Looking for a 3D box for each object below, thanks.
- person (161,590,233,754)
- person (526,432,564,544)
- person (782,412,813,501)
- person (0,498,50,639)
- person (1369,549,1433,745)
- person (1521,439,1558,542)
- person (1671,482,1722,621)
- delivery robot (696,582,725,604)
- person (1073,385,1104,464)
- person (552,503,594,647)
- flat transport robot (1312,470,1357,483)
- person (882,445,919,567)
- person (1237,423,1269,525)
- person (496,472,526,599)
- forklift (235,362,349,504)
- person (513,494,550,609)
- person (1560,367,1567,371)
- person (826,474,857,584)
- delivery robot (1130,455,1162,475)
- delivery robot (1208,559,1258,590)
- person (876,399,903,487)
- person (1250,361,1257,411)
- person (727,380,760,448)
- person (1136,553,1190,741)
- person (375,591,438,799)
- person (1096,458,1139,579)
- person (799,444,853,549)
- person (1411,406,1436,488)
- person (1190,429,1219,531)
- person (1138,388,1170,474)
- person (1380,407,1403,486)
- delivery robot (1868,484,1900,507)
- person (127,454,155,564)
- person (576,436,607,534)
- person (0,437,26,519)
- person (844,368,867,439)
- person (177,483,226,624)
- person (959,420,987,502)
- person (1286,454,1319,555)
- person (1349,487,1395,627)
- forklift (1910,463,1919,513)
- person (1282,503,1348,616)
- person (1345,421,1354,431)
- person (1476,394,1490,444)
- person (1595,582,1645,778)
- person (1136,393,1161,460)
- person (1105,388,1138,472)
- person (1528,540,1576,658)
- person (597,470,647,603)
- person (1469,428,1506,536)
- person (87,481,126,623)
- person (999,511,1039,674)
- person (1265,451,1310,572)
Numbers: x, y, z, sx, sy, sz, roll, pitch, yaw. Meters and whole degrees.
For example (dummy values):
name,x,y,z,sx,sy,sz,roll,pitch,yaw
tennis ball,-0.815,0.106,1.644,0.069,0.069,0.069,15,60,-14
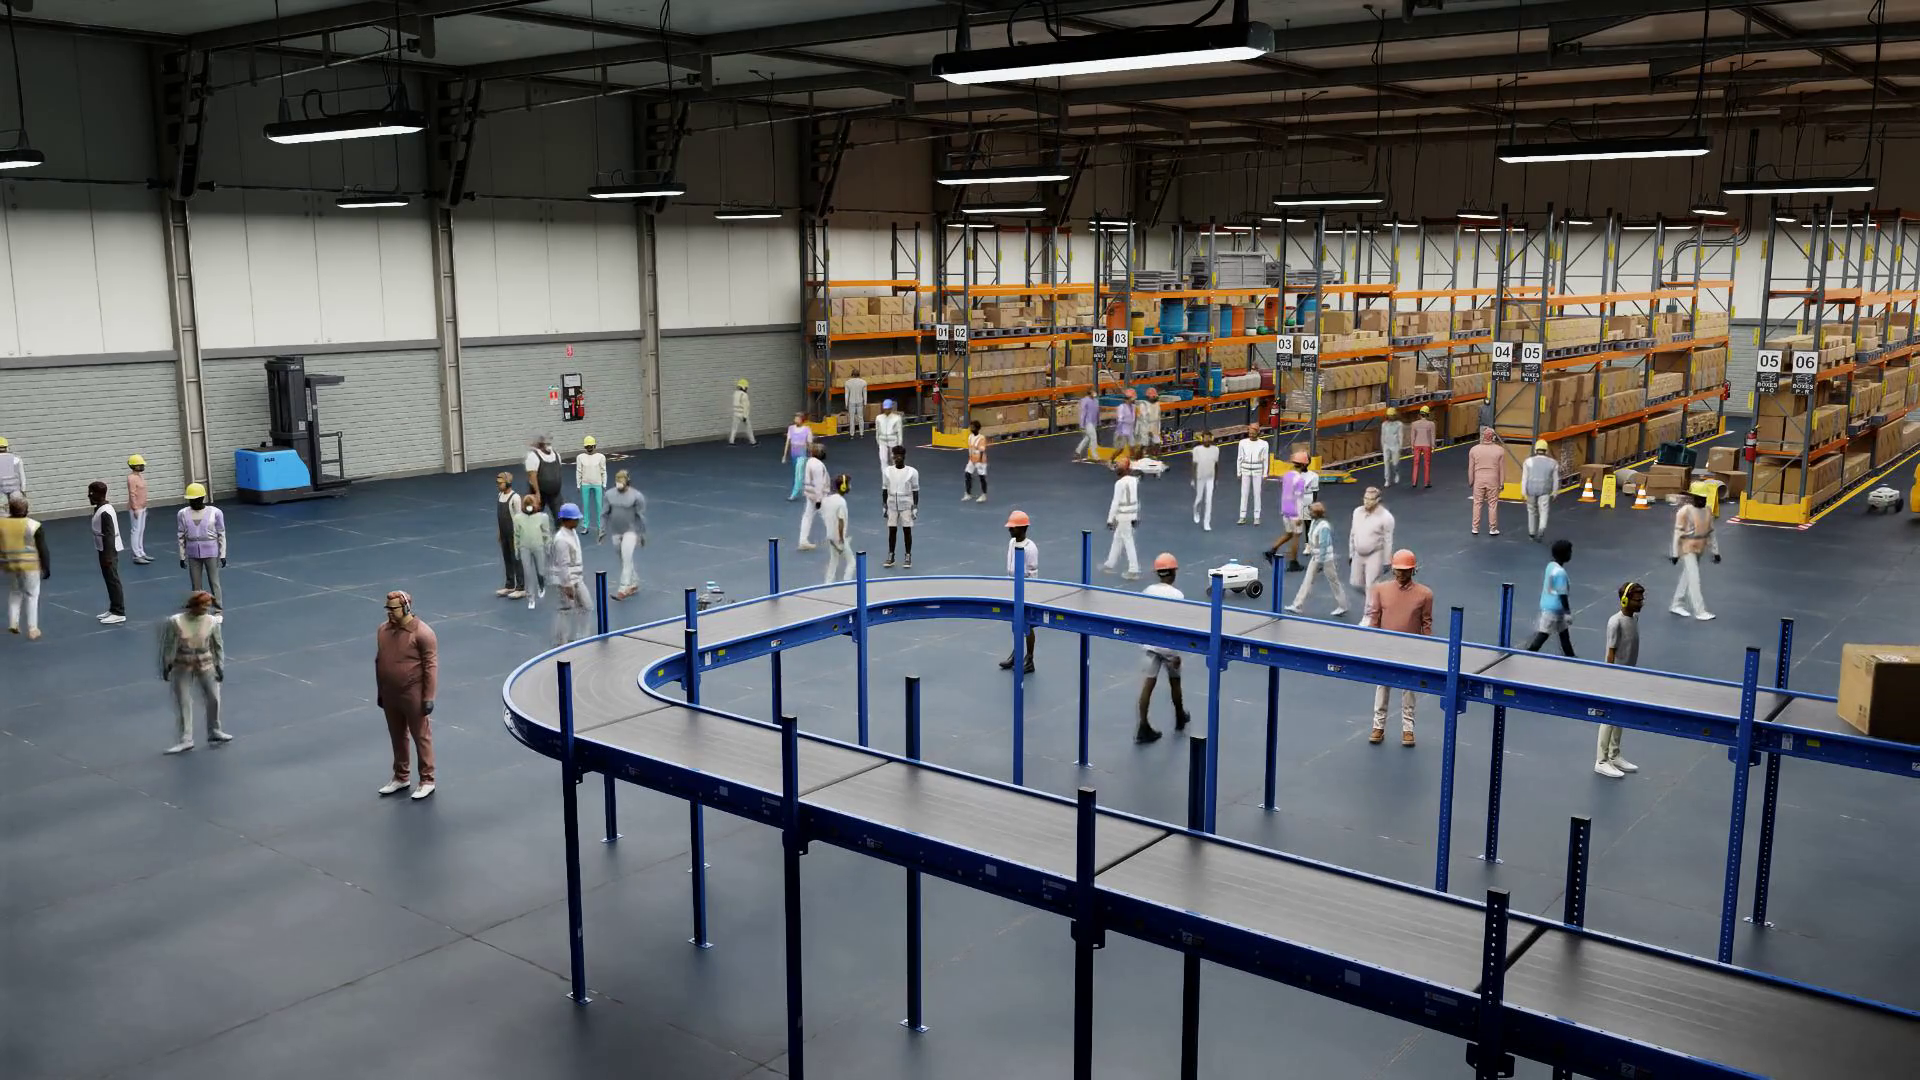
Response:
name,x,y,z,sx,sy,sz,roll,pitch,yaw
person,-7.655,1.305,15.605,0.609,1.610,0.325,-7,12,-34
person,-7.048,-0.868,26.726,0.686,2.000,1.037,-9,13,-41
person,-3.309,-1.730,32.150,0.580,1.803,0.935,7,12,35
person,-12.166,0.369,20.271,0.689,1.822,0.446,-2,10,-11
person,4.443,1.074,15.804,0.610,1.996,0.379,4,11,19
person,10.070,-0.854,27.190,0.602,1.806,0.758,3,11,18
person,10.072,0.160,21.263,0.591,1.890,0.919,-5,11,-26
delivery robot,-3.369,0.683,21.184,0.335,0.223,0.698,1,10,7
person,3.105,-2.815,37.977,0.934,1.904,0.678,8,13,39
person,-4.714,0.495,19.250,0.664,1.922,0.639,0,10,2
flat transport robot,8.018,-1.408,34.748,1.431,0.197,0.652,-1,10,-7
person,-0.957,-0.543,24.983,0.607,1.966,0.373,3,10,15
person,5.426,-1.227,29.061,0.573,1.887,0.355,3,11,18
person,-6.538,-0.079,22.715,0.517,1.843,0.325,9,13,41
forklift,-13.803,-2.244,32.110,1.129,2.768,1.873,8,13,37
person,-6.053,0.138,22.138,0.504,1.619,0.523,-2,10,-12
person,17.639,-4.242,45.910,0.542,1.931,0.366,7,12,34
person,-1.687,-0.019,22.378,0.590,1.845,0.517,-6,12,-32
delivery robot,4.174,-1.657,35.082,0.707,0.478,0.477,-1,10,-4
delivery robot,3.983,0.523,22.814,0.707,0.478,0.477,-5,11,-24
person,-1.528,-2.140,34.157,0.605,1.917,0.908,2,10,11
person,9.614,-5.061,51.370,0.526,1.617,0.351,6,12,30
person,-5.746,-3.317,41.110,0.922,1.794,0.594,-9,14,-42
person,2.102,1.082,16.073,0.564,1.879,0.927,9,14,42
person,-5.060,1.397,14.233,0.651,1.907,0.409,4,11,23
person,2.418,-0.342,24.163,0.882,1.850,0.602,6,12,29
person,-2.327,-0.739,26.554,0.946,1.793,0.644,-4,11,-21
person,10.022,-2.019,33.862,0.525,1.769,0.315,5,11,27
person,4.473,-1.133,28.693,0.514,1.843,0.794,0,10,-2
person,4.428,-2.533,36.166,0.604,1.980,1.085,-6,12,-32
person,9.386,-2.034,34.024,0.508,1.729,0.403,7,12,33
delivery robot,18.055,-0.853,30.558,0.707,0.478,0.477,-8,13,-40
person,-13.295,-0.508,25.349,0.325,1.769,0.524,-2,10,-11
person,-6.603,-0.986,28.043,0.533,1.767,0.321,-2,10,-9
person,-16.650,-0.887,27.308,0.599,1.827,0.403,-9,13,-40
person,-2.873,-3.764,43.194,0.635,1.939,0.362,-2,10,-13
person,-10.171,0.186,20.996,0.594,1.923,0.371,-2,10,-9
person,0.276,-1.579,31.619,0.693,1.669,0.544,-8,13,-39
person,5.709,-0.605,26.092,0.530,1.697,0.321,8,13,37
person,5.492,0.218,20.926,0.473,1.891,0.668,-8,13,-38
forklift,19.034,-1.348,28.998,2.313,2.155,1.214,8,13,37
person,4.955,0.267,21.507,0.928,1.575,0.538,-2,10,-12
person,11.306,-3.968,45.317,0.534,1.592,0.871,8,13,36
person,13.001,-2.794,38.591,0.508,1.632,0.271,6,12,32
person,6.293,1.310,14.864,0.319,1.864,0.516,10,14,44
person,4.389,-2.532,36.416,0.595,1.895,0.964,1,10,5
person,3.727,-2.476,35.761,0.630,2.018,0.847,-10,14,-43
person,7.003,0.812,18.237,0.877,1.643,0.550,2,10,13
person,-4.871,-0.070,22.568,0.653,1.881,1.037,3,11,18
person,9.418,-1.042,27.962,0.641,1.909,0.409,5,11,26
person,-11.553,0.154,21.201,0.375,1.917,0.598,-7,12,-34
person,0.705,0.608,18.583,0.371,1.939,0.543,-5,11,-28
person,5.192,-0.452,24.621,0.621,1.914,0.564,-3,11,-19
